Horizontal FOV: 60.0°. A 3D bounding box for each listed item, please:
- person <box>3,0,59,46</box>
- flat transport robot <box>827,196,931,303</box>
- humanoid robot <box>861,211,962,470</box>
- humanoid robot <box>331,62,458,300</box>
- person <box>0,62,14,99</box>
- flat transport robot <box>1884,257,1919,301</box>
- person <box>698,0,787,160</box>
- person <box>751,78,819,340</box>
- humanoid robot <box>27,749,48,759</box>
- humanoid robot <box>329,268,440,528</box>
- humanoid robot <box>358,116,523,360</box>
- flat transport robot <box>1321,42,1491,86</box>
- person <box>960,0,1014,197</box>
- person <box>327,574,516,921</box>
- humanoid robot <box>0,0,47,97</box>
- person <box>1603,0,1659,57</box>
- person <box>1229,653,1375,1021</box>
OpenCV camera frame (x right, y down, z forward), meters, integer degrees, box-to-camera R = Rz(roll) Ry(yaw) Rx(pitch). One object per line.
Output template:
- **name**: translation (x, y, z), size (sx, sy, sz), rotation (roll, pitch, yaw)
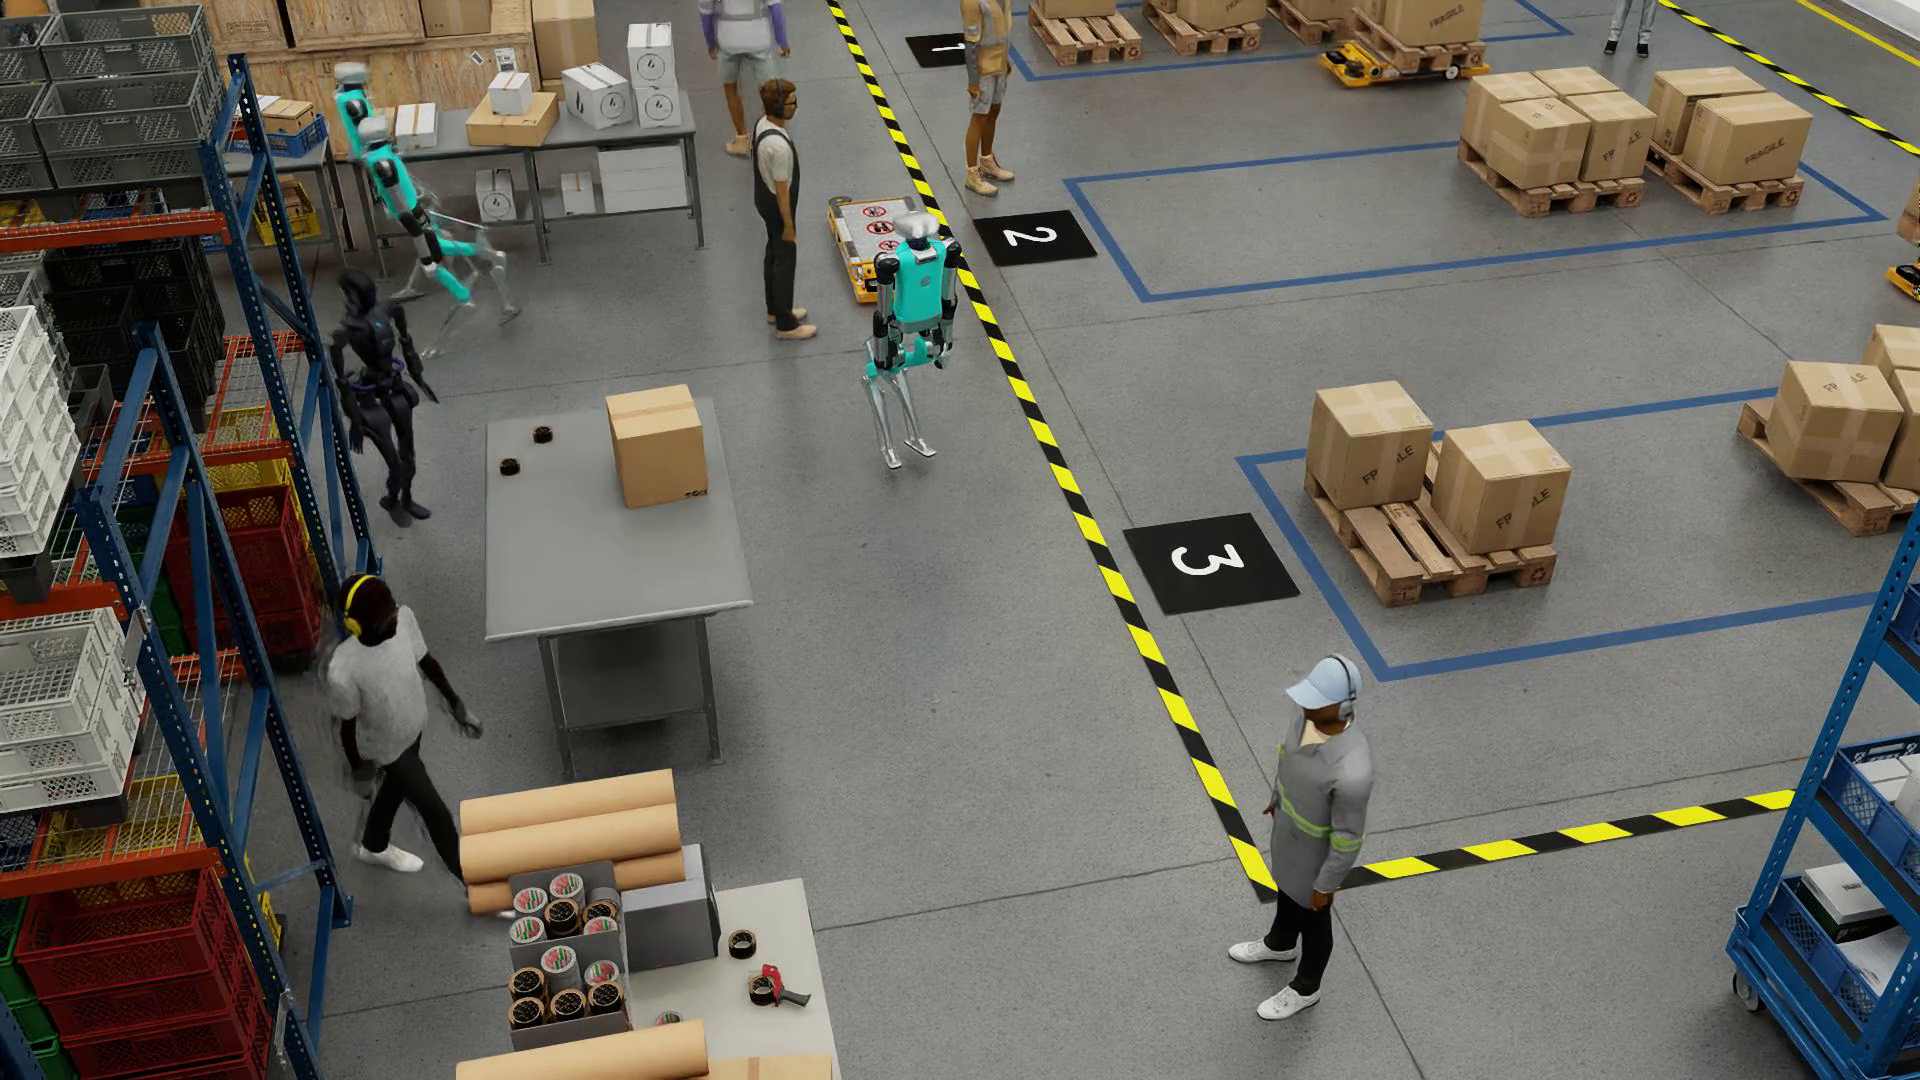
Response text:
- **person**: translation (-7.960, -4.457, 14.148), size (0.551, 1.933, 0.371), rotation (-19, 40, -23)
- **flat transport robot**: translation (-0.570, -2.220, 12.538), size (0.659, 0.231, 1.431), rotation (-8, 37, -10)
- **humanoid robot**: translation (-0.361, -1.251, 9.889), size (0.533, 1.681, 0.735), rotation (-19, 41, -23)
- **humanoid robot**: translation (-3.859, -2.502, 11.759), size (0.803, 1.867, 0.546), rotation (-18, 40, -22)
- **person**: translation (-7.027, -2.905, 12.244), size (0.524, 1.716, 0.866), rotation (14, 39, 18)
- **flat transport robot**: translation (7.598, -1.925, 12.117), size (1.431, 0.197, 0.652), rotation (-8, 37, -10)
- **person**: translation (-1.742, -4.052, 13.560), size (0.719, 1.995, 0.388), rotation (-2, 37, -3)
- **person**: translation (-1.198, -2.218, 11.223), size (0.350, 1.839, 0.498), rotation (-11, 38, -14)
- **humanoid robot**: translation (-5.013, 0.390, 7.845), size (1.000, 1.754, 0.552), rotation (7, 37, 9)
- **humanoid robot**: translation (-3.256, -0.804, 9.449), size (0.340, 1.657, 0.612), rotation (19, 41, 24)
- **humanoid robot**: translation (-3.328, -2.023, 11.087), size (1.008, 1.767, 0.530), rotation (-14, 39, -18)
- **flat transport robot**: translation (4.190, -4.524, 15.611), size (1.431, 0.197, 0.652), rotation (-8, 37, -10)
- **person**: translation (0.251, -3.735, 13.090), size (0.379, 2.039, 0.614), rotation (18, 40, 23)
- **person**: translation (-2.369, 0.853, 7.110), size (0.959, 1.813, 0.522), rotation (10, 38, 13)
- **humanoid robot**: translation (-7.493, -3.543, 13.140), size (0.591, 1.644, 0.413), rotation (-30, 46, -34)
- **person**: translation (6.470, -5.456, 15.576), size (0.585, 1.833, 0.403), rotation (10, 38, 13)
- **person**: translation (1.372, 1.178, 6.643), size (0.366, 1.852, 0.594), rotation (-8, 37, -10)
